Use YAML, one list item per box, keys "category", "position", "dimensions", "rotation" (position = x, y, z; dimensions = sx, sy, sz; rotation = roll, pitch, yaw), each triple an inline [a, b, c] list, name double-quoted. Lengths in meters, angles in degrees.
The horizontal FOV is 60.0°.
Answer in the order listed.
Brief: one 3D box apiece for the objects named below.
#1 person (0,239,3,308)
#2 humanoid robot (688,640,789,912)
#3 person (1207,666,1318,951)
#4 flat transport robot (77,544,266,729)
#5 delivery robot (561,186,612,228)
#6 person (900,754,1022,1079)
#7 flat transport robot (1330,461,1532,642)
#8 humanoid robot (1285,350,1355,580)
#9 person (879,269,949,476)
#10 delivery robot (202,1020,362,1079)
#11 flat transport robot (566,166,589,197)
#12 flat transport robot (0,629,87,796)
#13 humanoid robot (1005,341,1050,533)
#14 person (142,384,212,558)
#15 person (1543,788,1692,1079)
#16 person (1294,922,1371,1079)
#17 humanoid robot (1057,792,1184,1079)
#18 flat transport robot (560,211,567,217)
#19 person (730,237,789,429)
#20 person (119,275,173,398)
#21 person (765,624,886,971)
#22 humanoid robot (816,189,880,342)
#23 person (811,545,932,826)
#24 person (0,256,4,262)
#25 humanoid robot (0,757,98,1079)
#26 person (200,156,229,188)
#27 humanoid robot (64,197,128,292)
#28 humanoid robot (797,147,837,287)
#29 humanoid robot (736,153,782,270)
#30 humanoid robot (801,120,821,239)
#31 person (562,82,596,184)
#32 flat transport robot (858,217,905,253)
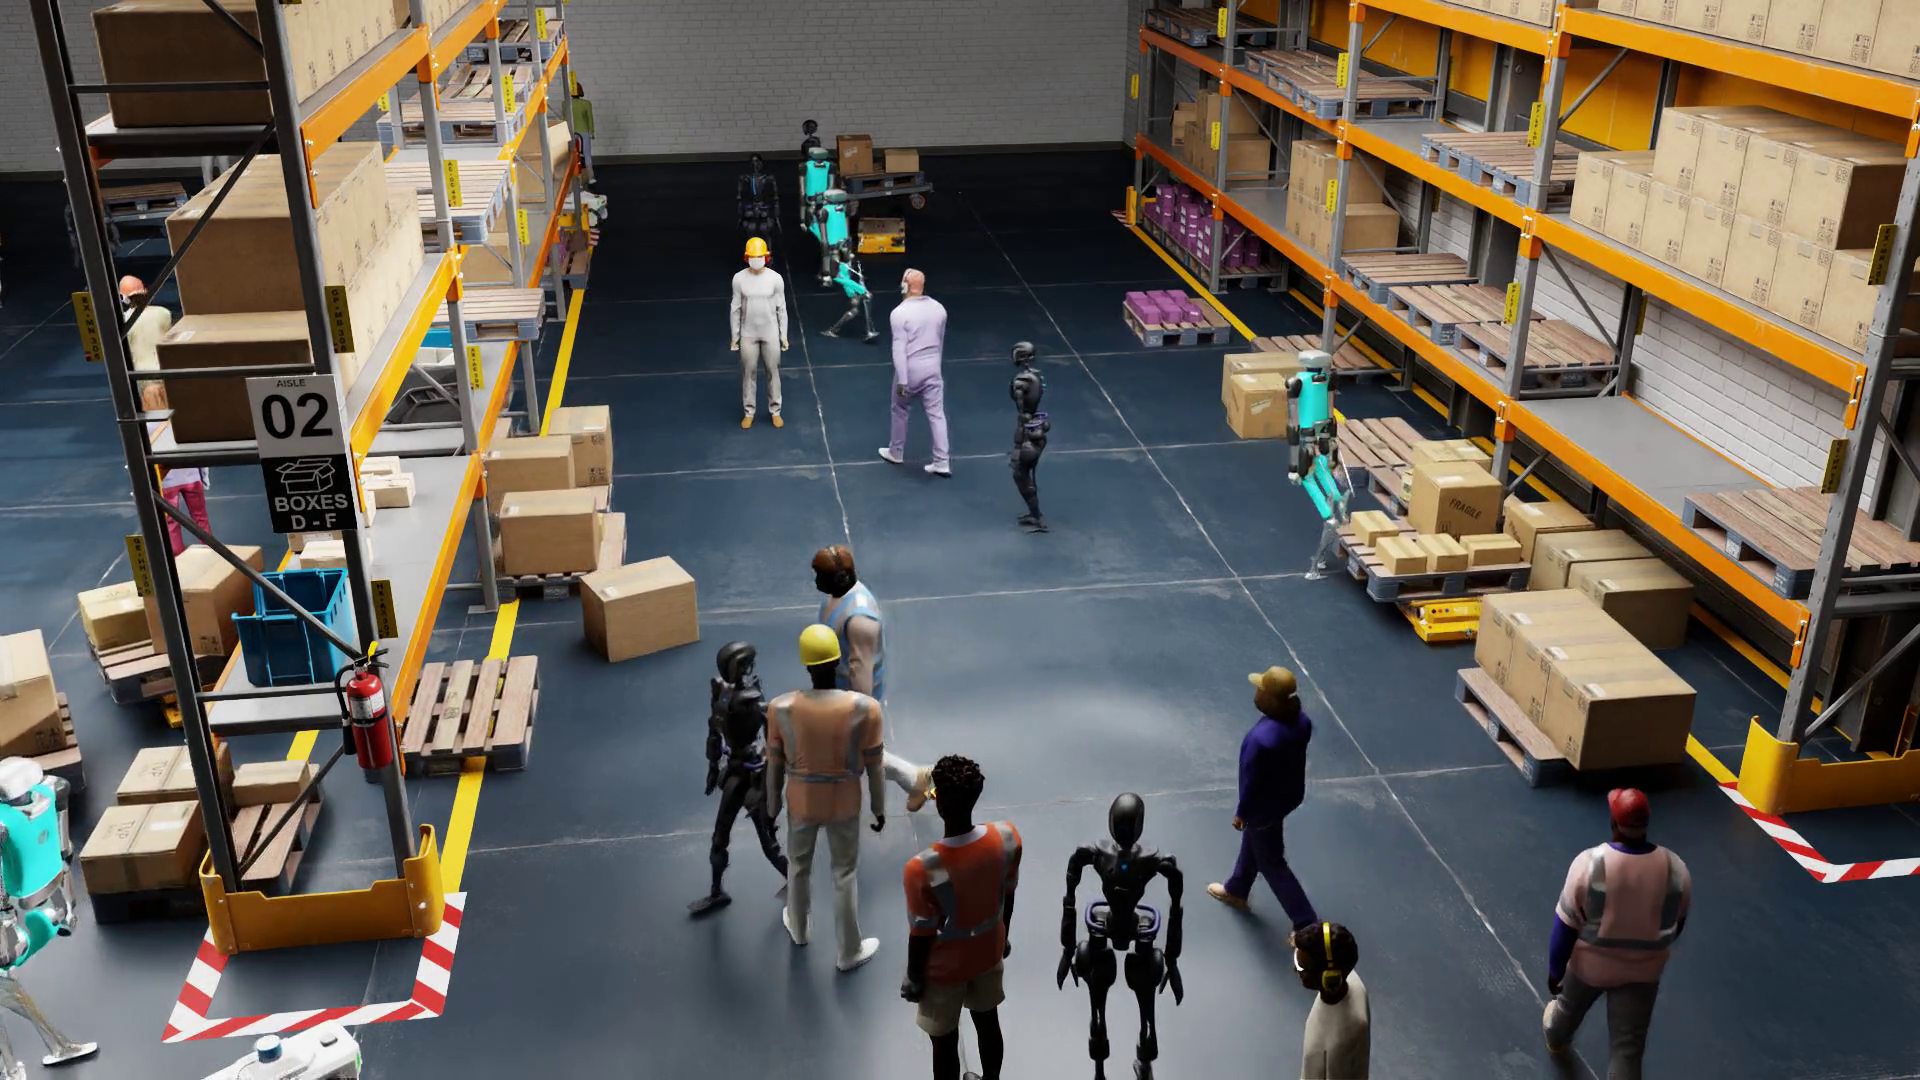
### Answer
- category: "person"
  position: [-11.811, -3.661, 19.969]
  dimensions: [0.516, 1.910, 0.924]
  rotation: [-10, 26, -22]
- category: "humanoid robot"
  position: [-1.159, 1.301, 9.003]
  dimensions: [0.640, 1.648, 0.600]
  rotation: [-21, 31, -39]
- category: "person"
  position: [1.693, 1.405, 8.827]
  dimensions: [0.790, 1.594, 0.460]
  rotation: [20, 31, 38]
- category: "flat transport robot"
  position: [-5.351, 0.880, 11.674]
  dimensions: [0.659, 0.231, 1.431]
  rotation: [-16, 28, -32]
- category: "delivery robot"
  position: [-5.561, -4.914, 24.510]
  dimensions: [0.782, 0.589, 0.499]
  rotation: [5, 24, 11]
- category: "person"
  position: [-0.008, 1.828, 7.405]
  dimensions: [0.604, 1.966, 0.367]
  rotation: [-18, 29, -35]
- category: "flat transport robot"
  position: [3.625, 0.374, 12.826]
  dimensions: [0.659, 0.231, 1.431]
  rotation: [-3, 24, -8]
- category: "humanoid robot"
  position: [2.923, -0.552, 13.138]
  dimensions: [0.594, 1.791, 0.835]
  rotation: [-18, 29, -35]
- category: "person"
  position: [-0.412, -1.532, 15.185]
  dimensions: [0.665, 1.858, 0.944]
  rotation: [-17, 29, -34]
- category: "delivery robot"
  position: [-3.093, 2.518, 7.579]
  dimensions: [0.785, 0.589, 0.499]
  rotation: [-21, 31, -39]
- category: "flat transport robot"
  position: [-6.160, -5.000, 25.069]
  dimensions: [1.431, 0.231, 0.659]
  rotation: [0, 24, 1]
- category: "flat transport robot"
  position: [-6.003, 1.558, 10.128]
  dimensions: [0.659, 0.231, 1.431]
  rotation: [-14, 27, -28]
- category: "humanoid robot"
  position: [0.580, -0.846, 13.856]
  dimensions: [0.373, 1.646, 0.601]
  rotation: [7, 25, 16]
- category: "person"
  position: [-6.110, -0.429, 12.965]
  dimensions: [0.498, 1.629, 0.287]
  rotation: [-16, 28, -33]
- category: "person"
  position: [2.984, 1.886, 7.609]
  dimensions: [0.605, 1.699, 0.954]
  rotation: [4, 24, 10]
- category: "person"
  position: [1.422, 2.280, 6.522]
  dimensions: [0.361, 1.853, 0.486]
  rotation: [5, 24, 12]
- category: "humanoid robot"
  position: [0.737, 1.894, 7.596]
  dimensions: [0.589, 1.652, 0.353]
  rotation: [4, 24, 8]
- category: "flat transport robot"
  position: [-6.368, -4.704, 24.395]
  dimensions: [1.431, 0.231, 0.659]
  rotation: [-4, 24, -8]
- category: "person"
  position: [-1.962, -2.021, 16.259]
  dimensions: [0.562, 1.898, 0.353]
  rotation: [-2, 24, -4]
- category: "person"
  position: [-7.539, -1.616, 15.547]
  dimensions: [0.771, 1.727, 0.574]
  rotation: [19, 30, 37]
- category: "person"
  position: [-0.698, 1.326, 8.633]
  dimensions: [0.641, 1.906, 0.529]
  rotation: [0, 24, 0]
- category: "humanoid robot"
  position: [-1.176, -3.054, 18.891]
  dimensions: [1.022, 1.785, 0.540]
  rotation: [14, 27, 29]
- category: "person"
  position: [-0.566, 0.869, 9.781]
  dimensions: [0.674, 1.817, 0.657]
  rotation: [-8, 25, -17]
- category: "person"
  position: [-13.354, -4.742, 22.453]
  dimensions: [0.837, 1.911, 0.627]
  rotation: [21, 31, 39]
- category: "humanoid robot"
  position: [-4.469, 1.781, 7.759]
  dimensions: [0.783, 1.738, 0.530]
  rotation: [5, 24, 11]
- category: "person"
  position: [-11.557, -6.143, 25.732]
  dimensions: [0.625, 1.837, 0.431]
  rotation: [-21, 31, -39]
- category: "humanoid robot"
  position: [-10.433, -3.567, 20.067]
  dimensions: [0.611, 1.645, 0.493]
  rotation: [-22, 32, -40]
- category: "humanoid robot"
  position: [-1.710, -4.061, 21.109]
  dimensions: [0.555, 1.747, 0.988]
  rotation: [-13, 27, -28]
- category: "humanoid robot"
  position: [-2.586, -4.115, 21.285]
  dimensions: [0.599, 1.656, 0.315]
  rotation: [3, 24, 8]
- category: "humanoid robot"
  position: [-2.106, -5.140, 23.633]
  dimensions: [0.327, 1.648, 0.584]
  rotation: [1, 24, 3]
- category: "person"
  position: [-6.195, -6.621, 27.075]
  dimensions: [0.495, 1.626, 0.285]
  rotation: [0, 24, 1]
- category: "flat transport robot"
  position: [-1.107, -4.316, 23.511]
  dimensions: [0.659, 0.231, 1.431]
  rotation: [-1, 24, -2]
